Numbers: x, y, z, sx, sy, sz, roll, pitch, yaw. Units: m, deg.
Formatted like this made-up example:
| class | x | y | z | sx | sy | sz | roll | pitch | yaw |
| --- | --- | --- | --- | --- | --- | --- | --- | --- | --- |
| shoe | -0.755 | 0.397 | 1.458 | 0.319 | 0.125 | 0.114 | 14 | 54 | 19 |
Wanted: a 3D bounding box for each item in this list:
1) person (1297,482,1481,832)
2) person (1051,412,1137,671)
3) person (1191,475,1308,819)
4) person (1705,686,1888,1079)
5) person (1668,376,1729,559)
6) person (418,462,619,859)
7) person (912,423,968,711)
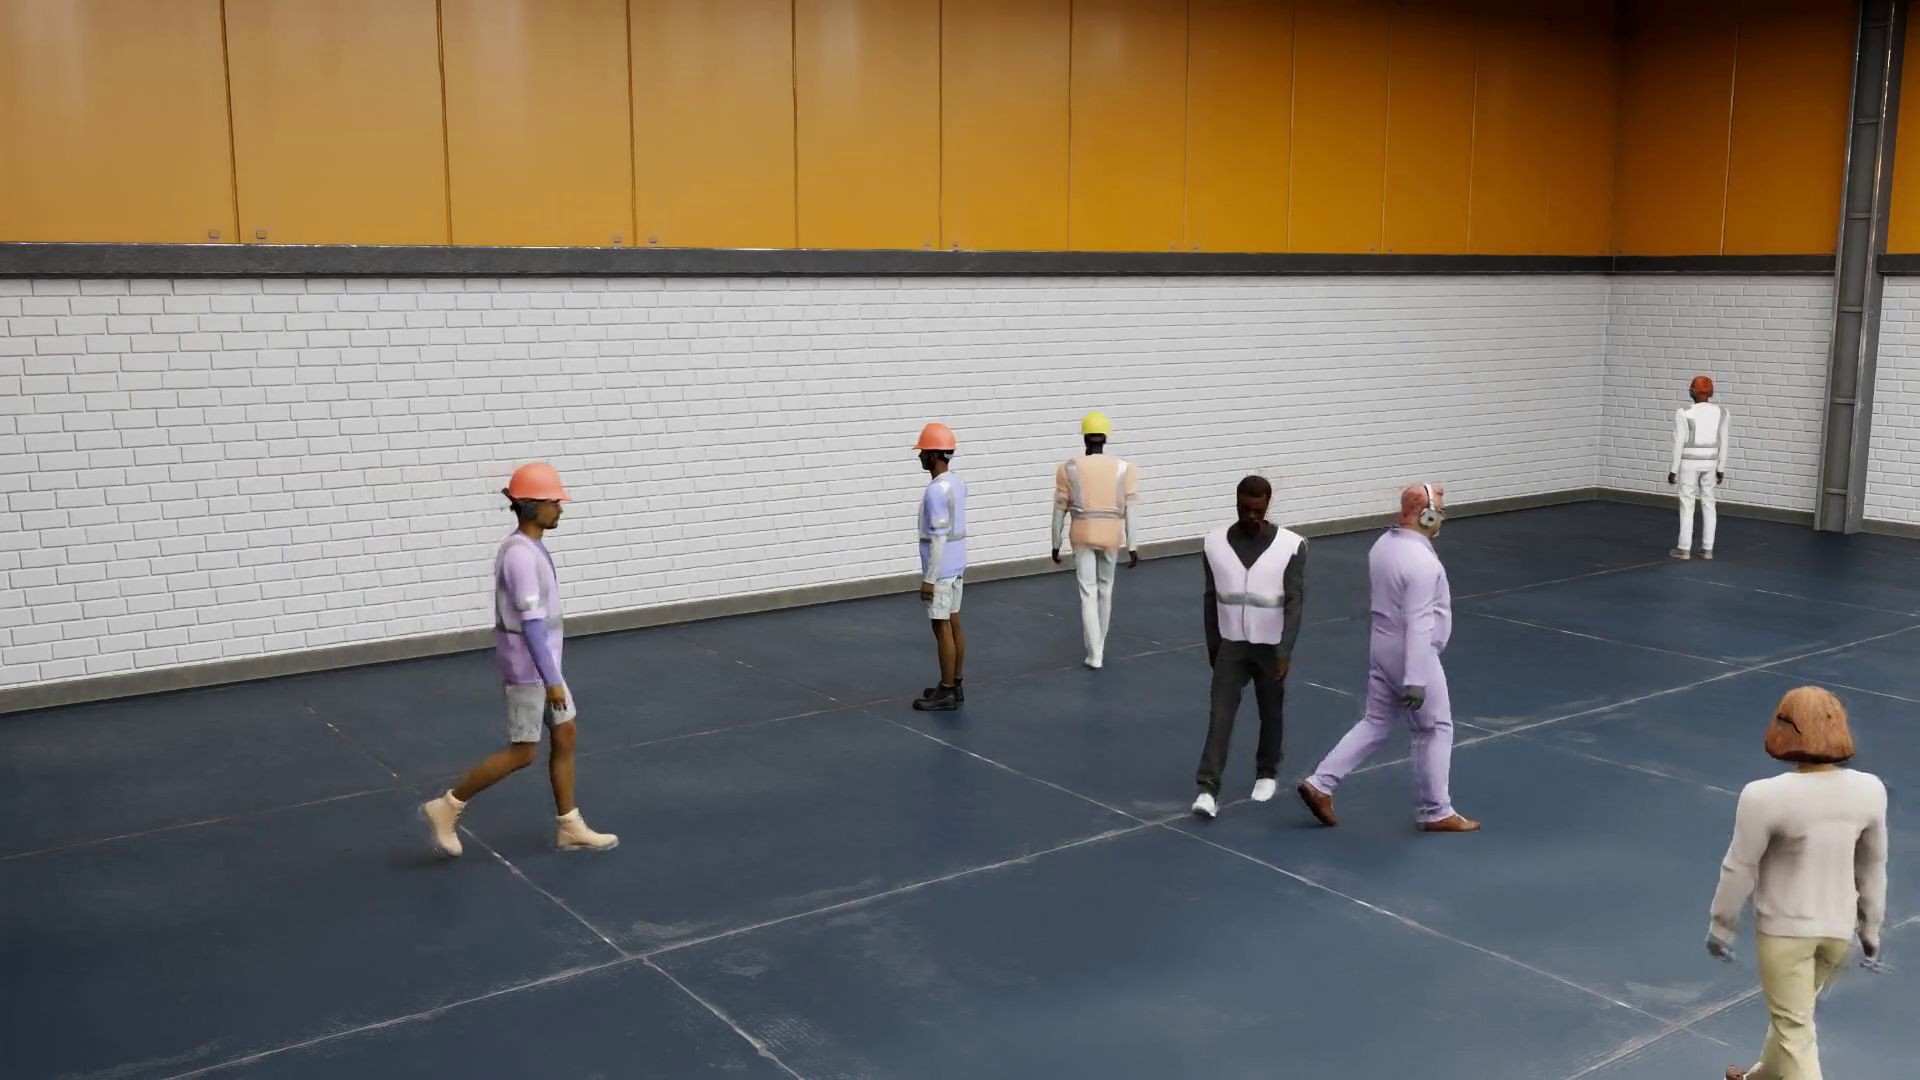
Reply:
| class | x | y | z | sx | sy | sz | roll | pitch | yaw |
| --- | --- | --- | --- | --- | --- | --- | --- | --- | --- |
| person | 2.266 | 0.624 | 8.698 | 0.896 | 1.871 | 0.645 | -1 | 9 | -9 |
| person | 0.987 | -0.017 | 12.534 | 0.617 | 1.888 | 0.898 | -1 | 9 | -6 |
| person | 1.553 | 0.581 | 8.989 | 0.581 | 1.855 | 0.995 | 4 | 10 | 22 |
| person | 2.715 | 1.258 | 5.535 | 0.523 | 1.600 | 0.752 | -2 | 9 | -11 |
| person | 7.552 | -0.739 | 17.023 | 0.584 | 1.883 | 0.337 | -1 | 9 | -4 |
| person | -2.220 | 0.615 | 8.282 | 0.879 | 2.020 | 0.604 | -1 | 9 | -5 |
| person | -0.143 | 0.183 | 11.170 | 0.363 | 1.939 | 0.542 | 3 | 10 | 16 |
